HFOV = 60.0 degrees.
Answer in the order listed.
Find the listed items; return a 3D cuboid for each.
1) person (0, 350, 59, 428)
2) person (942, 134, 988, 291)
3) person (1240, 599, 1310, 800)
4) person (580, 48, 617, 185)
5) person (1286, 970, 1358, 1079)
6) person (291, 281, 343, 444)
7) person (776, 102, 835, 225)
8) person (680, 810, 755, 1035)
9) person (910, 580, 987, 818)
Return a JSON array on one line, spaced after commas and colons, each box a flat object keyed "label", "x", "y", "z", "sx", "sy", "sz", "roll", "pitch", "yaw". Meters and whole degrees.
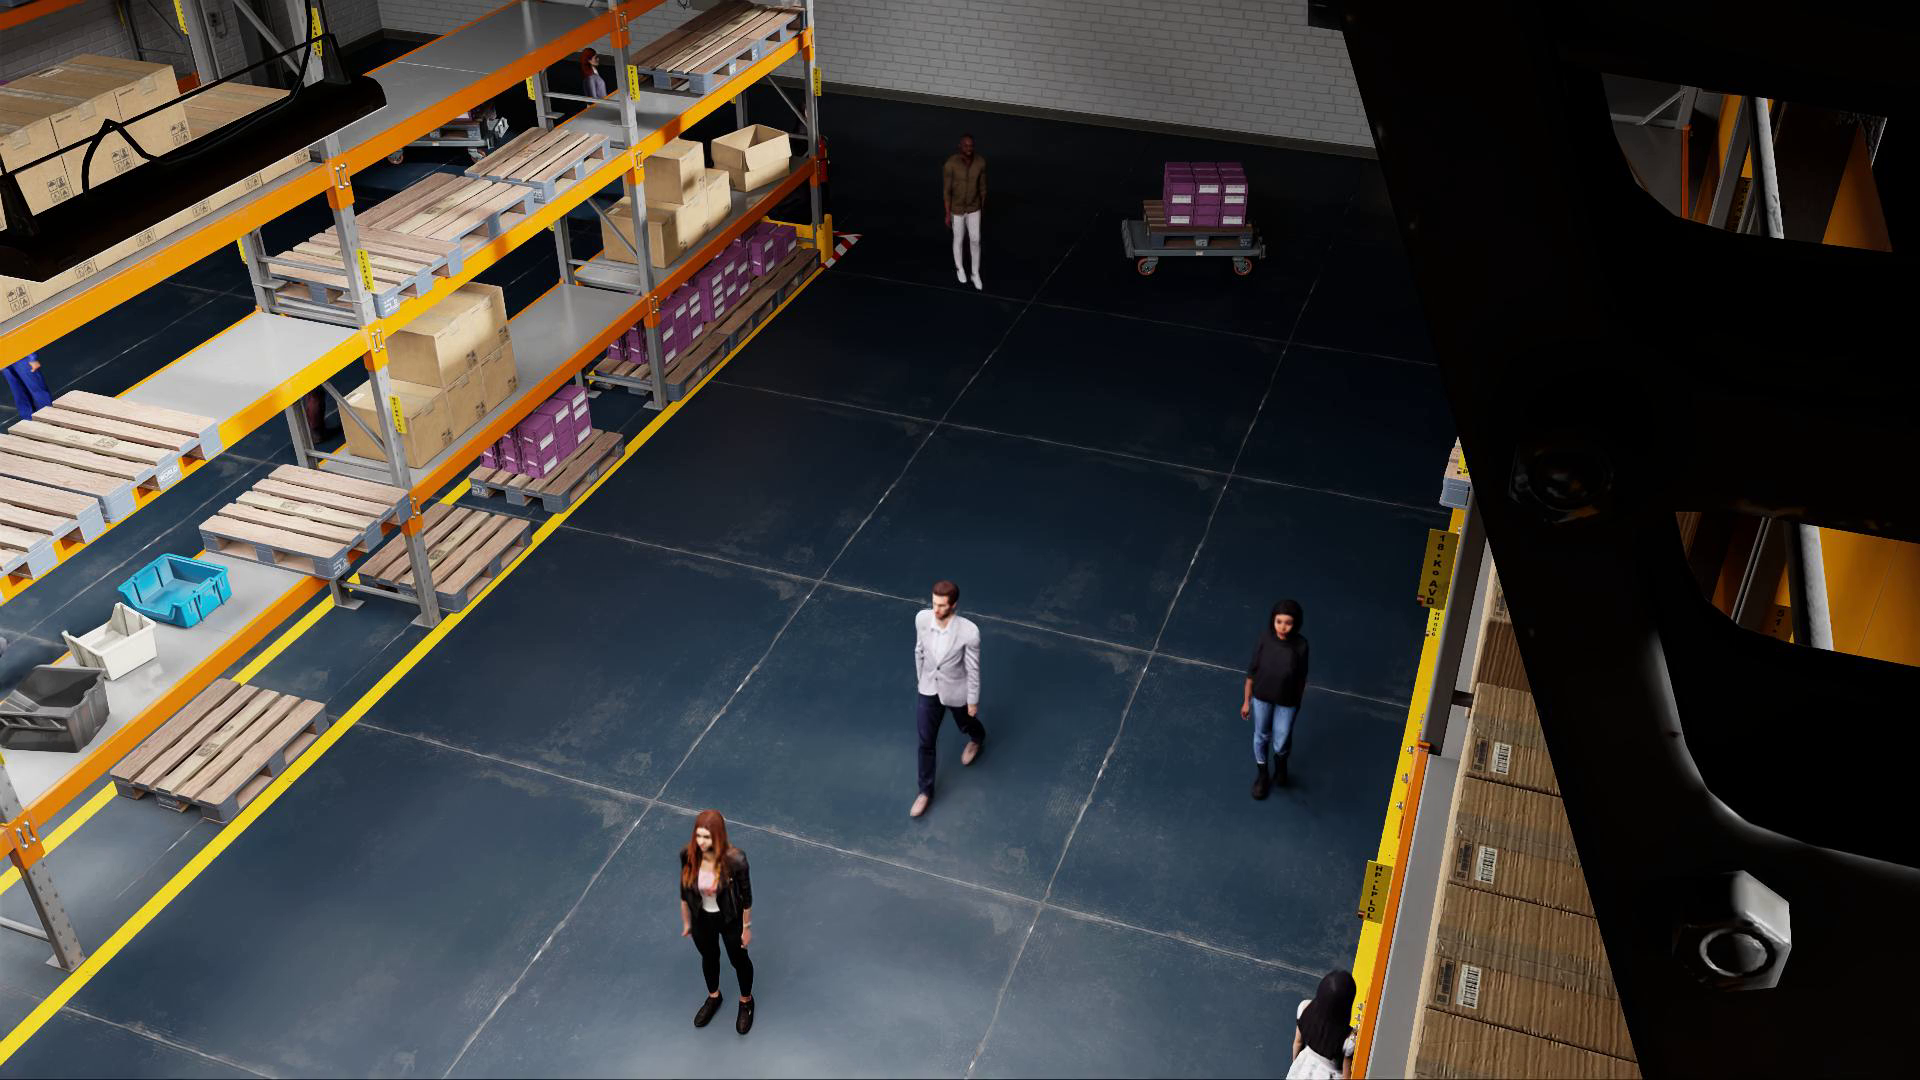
[{"label": "person", "x": -9.163, "y": -1.791, "z": 16.133, "sx": 0.701, "sy": 1.864, "sz": 0.629, "roll": 8, "pitch": 34, "yaw": 12}, {"label": "person", "x": 0.026, "y": -3.861, "z": 19.301, "sx": 0.922, "sy": 1.804, "sz": 0.978, "roll": -6, "pitch": 34, "yaw": -9}, {"label": "person", "x": 2.265, "y": 1.102, "z": 11.938, "sx": 0.557, "sy": 1.689, "sz": 0.614, "roll": 11, "pitch": 35, "yaw": 16}, {"label": "person", "x": -4.789, "y": -5.615, "z": 21.962, "sx": 0.712, "sy": 1.780, "sz": 0.594, "roll": -4, "pitch": 34, "yaw": -6}, {"label": "person", "x": 1.948, "y": 2.998, "z": 9.015, "sx": 0.801, "sy": 1.769, "sz": 0.777, "roll": -25, "pitch": 41, "yaw": -32}, {"label": "person", "x": -6.400, "y": -1.769, "z": 16.112, "sx": 0.752, "sy": 1.851, "sz": 0.702, "roll": 20, "pitch": 39, "yaw": 27}, {"label": "person", "x": -1.976, "y": -4.664, "z": 20.702, "sx": 0.650, "sy": 1.592, "sz": 0.897, "roll": 10, "pitch": 35, "yaw": 15}, {"label": "person", "x": -1.461, "y": 2.291, "z": 10.129, "sx": 0.623, "sy": 1.713, "sz": 0.557, "roll": 7, "pitch": 34, "yaw": 10}, {"label": "person", "x": -0.047, "y": 1.027, "z": 11.935, "sx": 0.743, "sy": 1.819, "sz": 1.214, "roll": 15, "pitch": 36, "yaw": 21}]
